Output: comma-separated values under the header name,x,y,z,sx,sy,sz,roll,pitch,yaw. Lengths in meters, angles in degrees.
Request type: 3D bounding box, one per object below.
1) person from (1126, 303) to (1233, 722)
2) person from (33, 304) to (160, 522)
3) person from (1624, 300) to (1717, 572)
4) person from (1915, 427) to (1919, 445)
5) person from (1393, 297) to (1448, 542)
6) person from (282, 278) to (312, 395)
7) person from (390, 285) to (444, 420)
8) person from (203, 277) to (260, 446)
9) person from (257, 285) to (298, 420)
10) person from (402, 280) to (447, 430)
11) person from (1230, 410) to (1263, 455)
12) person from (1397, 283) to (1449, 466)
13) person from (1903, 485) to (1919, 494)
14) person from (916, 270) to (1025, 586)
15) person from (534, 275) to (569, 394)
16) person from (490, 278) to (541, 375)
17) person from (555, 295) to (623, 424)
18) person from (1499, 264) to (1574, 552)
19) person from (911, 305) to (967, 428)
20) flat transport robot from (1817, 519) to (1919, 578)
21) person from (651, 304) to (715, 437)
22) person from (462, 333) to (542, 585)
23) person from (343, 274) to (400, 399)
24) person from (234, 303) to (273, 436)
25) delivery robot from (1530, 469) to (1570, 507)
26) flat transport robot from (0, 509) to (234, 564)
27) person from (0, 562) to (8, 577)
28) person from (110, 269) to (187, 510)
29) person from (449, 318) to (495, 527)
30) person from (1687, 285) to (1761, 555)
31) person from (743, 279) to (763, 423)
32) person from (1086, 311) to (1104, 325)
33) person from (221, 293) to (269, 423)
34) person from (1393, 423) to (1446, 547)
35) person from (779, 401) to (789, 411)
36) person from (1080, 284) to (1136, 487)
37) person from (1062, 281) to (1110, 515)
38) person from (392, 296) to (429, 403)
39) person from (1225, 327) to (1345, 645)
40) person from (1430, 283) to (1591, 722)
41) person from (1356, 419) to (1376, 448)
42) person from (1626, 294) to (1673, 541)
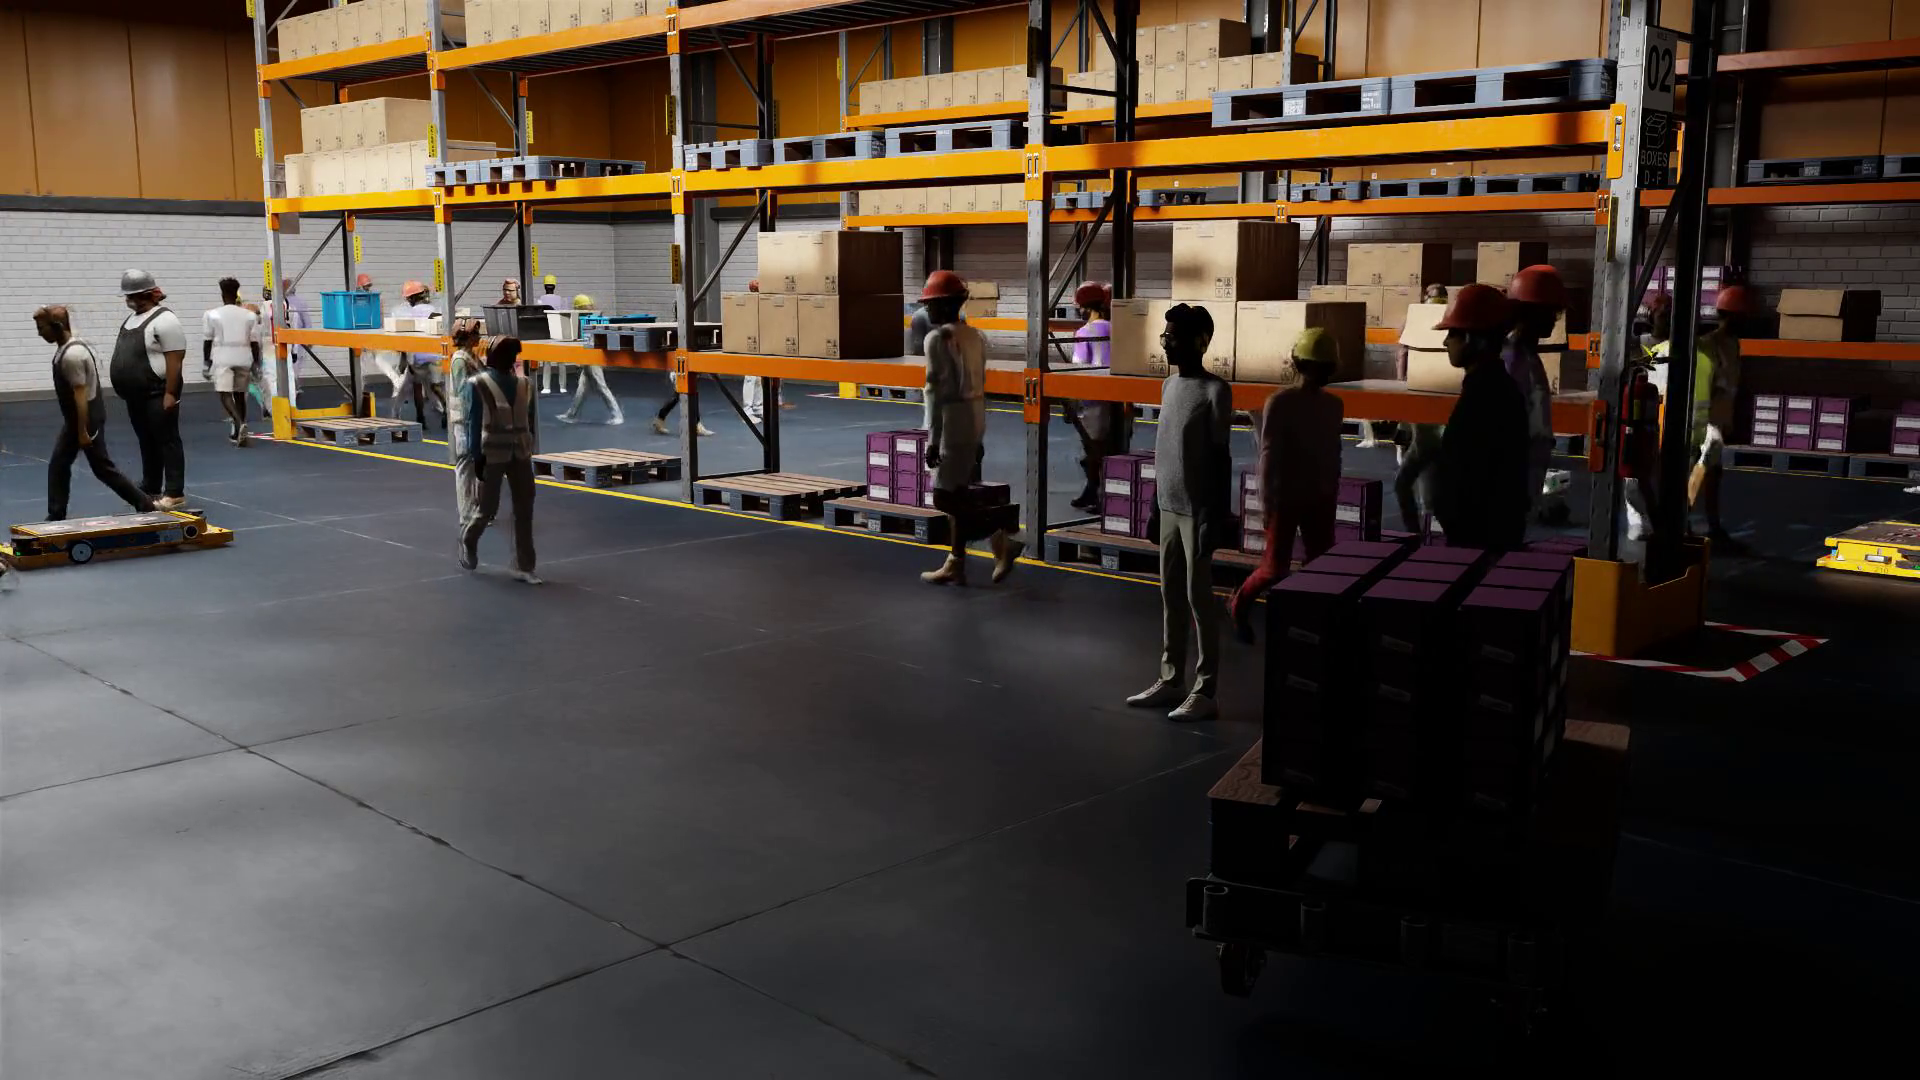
name,x,y,z,sx,sy,sz,roll,pitch,yaw
person,1.006,-0.125,7.502,0.328,1.872,0.512,-5,11,-29
person,-6.474,-0.870,12.368,0.959,1.784,0.587,-7,12,-38
person,4.634,-0.645,10.821,0.648,1.826,0.452,-6,11,-33
person,7.045,-0.858,11.678,0.640,1.970,0.496,-5,11,-30
person,3.496,-0.872,12.244,0.597,1.812,0.418,-6,11,-32
person,-10.717,-3.253,26.646,0.663,1.883,0.824,1,9,5
person,-6.776,-2.288,20.952,1.017,1.808,0.529,0,9,-2
person,-8.313,-2.043,19.049,0.607,1.940,0.861,-8,12,-41
person,-9.183,-2.522,22.286,0.429,1.842,0.636,8,12,41
person,-6.637,-2.288,20.720,0.803,1.897,0.542,9,13,44
person,2.785,-1.584,16.550,0.996,1.856,0.637,7,11,36
person,4.575,-1.562,16.250,0.656,1.889,0.712,-1,9,-5
person,8.903,-1.285,14.564,0.953,1.892,0.598,9,13,43
person,0.047,-0.669,10.392,0.733,2.020,0.633,5,10,27
person,-6.631,-3.331,26.983,0.595,1.925,0.375,-4,10,-23
person,-5.523,-2.277,20.600,0.641,1.904,0.401,-2,10,-15
person,-4.820,-2.331,21.594,0.942,1.680,0.493,1,9,5
person,2.640,-0.266,7.845,0.394,2.040,0.610,4,10,22
person,-0.185,-1.693,16.931,0.641,1.936,0.428,-5,10,-27
flat transport robot,6.424,0.049,11.325,0.652,0.197,1.431,9,13,44
person,-3.396,-2.083,20.150,0.844,1.660,0.526,2,9,12
person,-2.997,-0.536,10.791,0.509,1.615,0.706,-9,13,-43
person,-9.134,-3.162,25.881,0.984,1.959,0.636,2,9,11
person,-8.524,-2.074,20.255,0.521,1.591,0.824,6,11,34
delivery robot,4.508,-0.471,13.354,0.707,0.478,0.477,8,12,40
flat transport robot,-6.031,-0.036,11.842,0.652,0.197,1.431,9,13,44
person,-6.380,-0.469,10.231,0.784,1.663,0.534,-1,9,-5
person,-6.855,-1.272,14.013,0.673,2.000,0.536,7,11,36
person,-3.870,-0.927,13.120,0.307,1.641,0.513,-2,9,-10
person,5.408,-0.843,11.849,0.663,1.907,0.550,8,12,42
person,-2.676,-2.481,21.904,0.337,1.882,0.585,5,10,26
person,1.746,-2.245,21.202,0.309,1.641,0.514,4,10,22
person,-9.437,-2.406,21.860,0.535,1.739,0.541,2,9,9
person,3.236,-0.658,11.558,0.518,1.618,0.537,-8,12,-39
person,-2.631,-2.811,23.762,0.364,1.937,0.633,1,9,5
person,1.286,-1.308,14.694,0.619,1.892,0.605,9,13,43
person,1.069,-1.160,13.706,0.697,1.906,0.571,7,12,39
person,-8.206,-2.936,24.933,0.601,1.807,0.741,-1,9,-4
person,1.677,-0.226,8.502,0.546,1.739,0.710,-5,10,-27
person,2.065,0.009,6.376,0.797,1.975,0.616,4,10,25
person,4.375,-1.842,18.901,0.523,1.584,0.875,-9,13,-44
person,5.043,-0.850,12.060,0.589,1.829,1.001,2,9,10
